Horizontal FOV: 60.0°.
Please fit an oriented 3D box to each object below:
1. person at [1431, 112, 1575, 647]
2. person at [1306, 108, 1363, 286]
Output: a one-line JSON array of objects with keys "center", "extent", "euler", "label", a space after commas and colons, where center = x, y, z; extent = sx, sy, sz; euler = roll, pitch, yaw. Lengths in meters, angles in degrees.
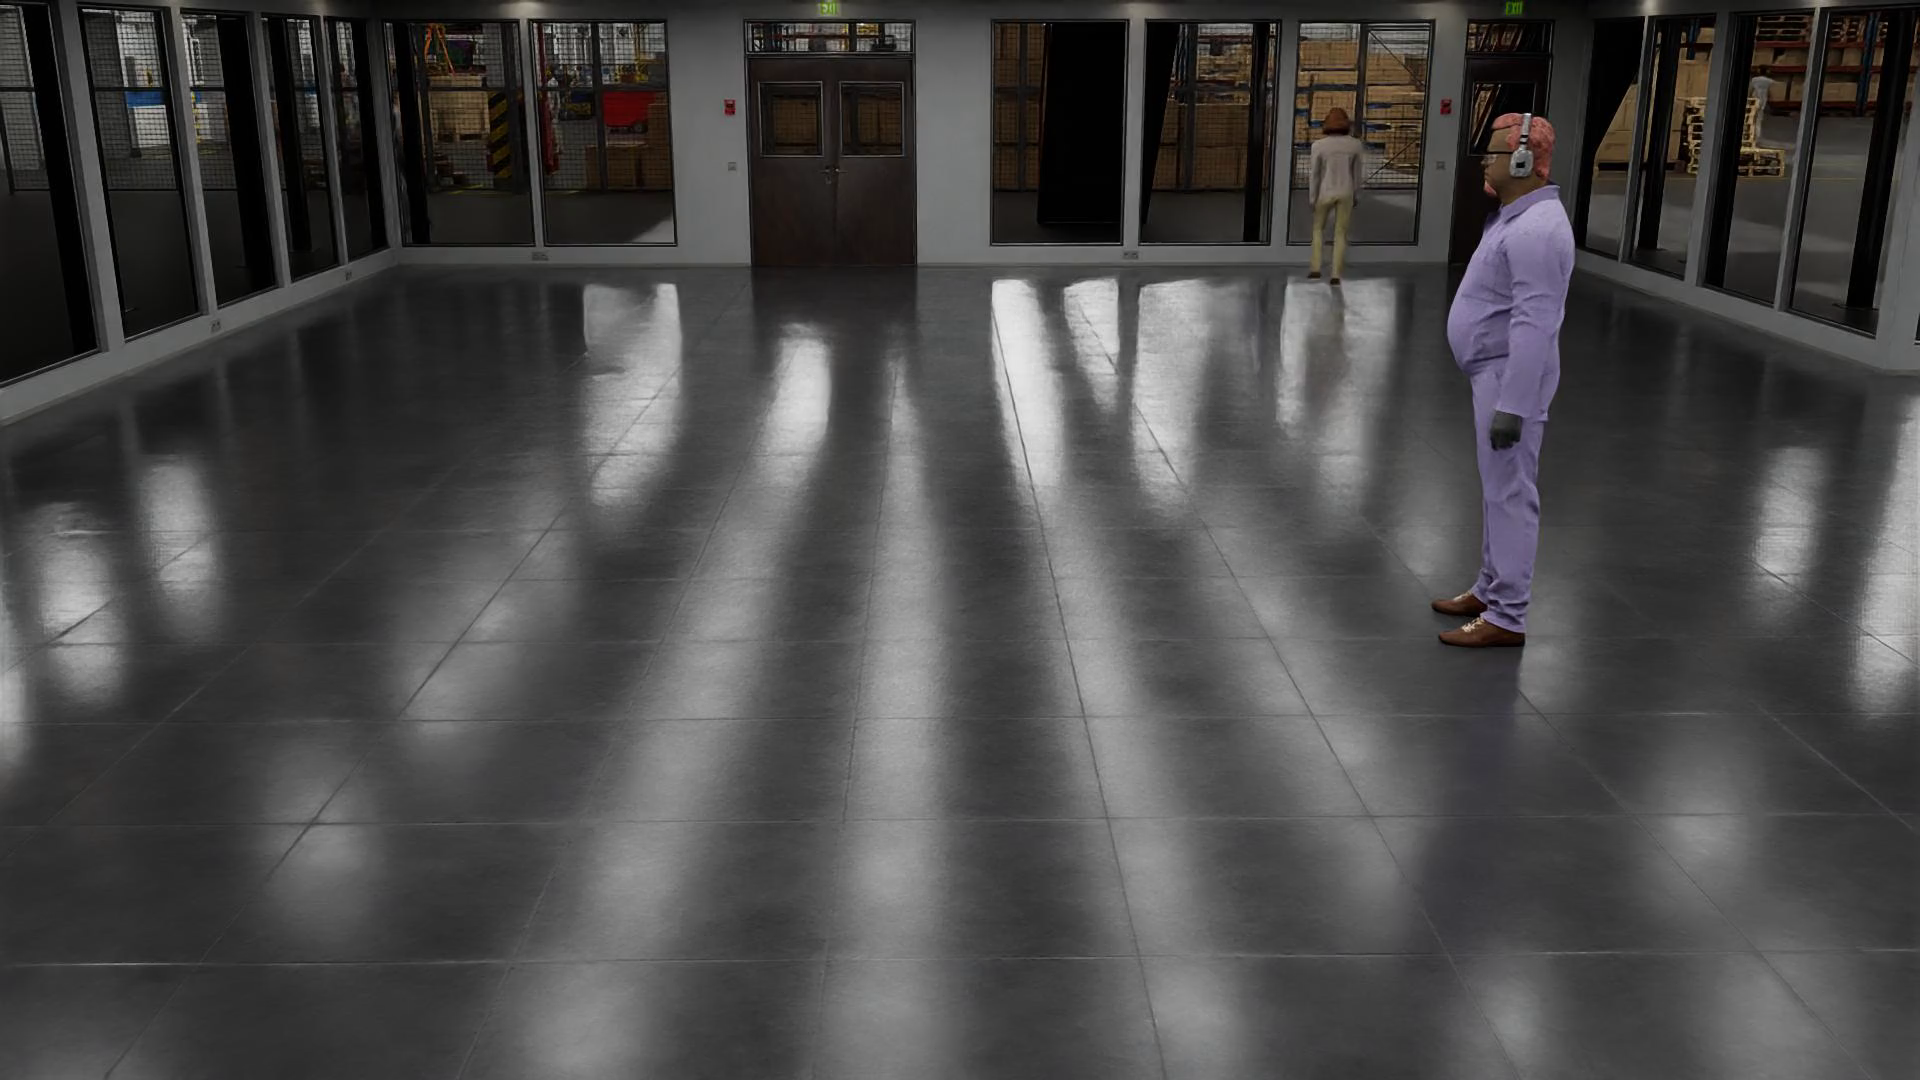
[{"center": [1.948, -0.556, 5.995], "extent": [0.401, 1.910, 0.641], "euler": [4, 17, 14], "label": "person"}, {"center": [3.462, -3.183, 15.455], "extent": [0.513, 1.613, 0.630], "euler": [0, 16, 1], "label": "person"}]
